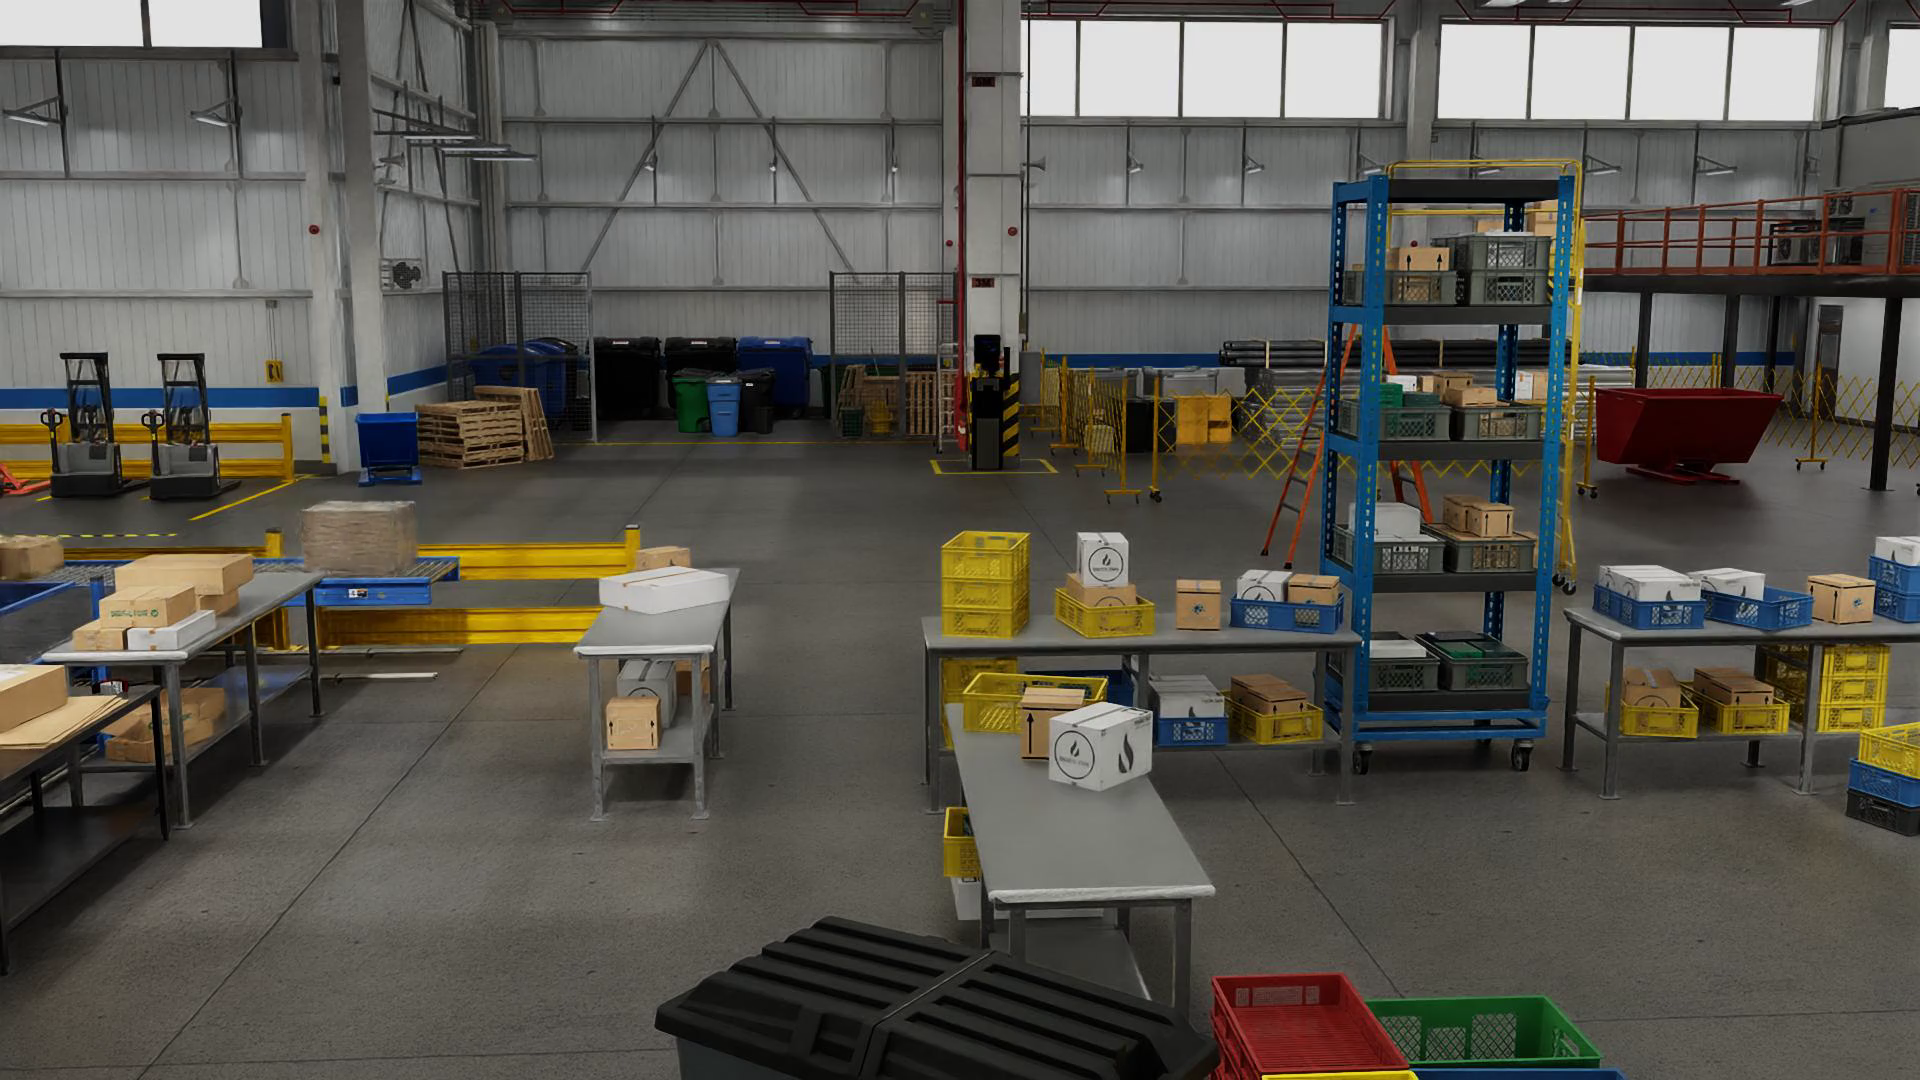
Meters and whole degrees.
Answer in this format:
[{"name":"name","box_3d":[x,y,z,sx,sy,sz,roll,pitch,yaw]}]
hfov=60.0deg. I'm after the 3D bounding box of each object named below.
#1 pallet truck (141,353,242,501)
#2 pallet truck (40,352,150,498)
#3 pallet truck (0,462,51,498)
[{"name":"pallet truck","box_3d":[-10.520,-1.604,22.925,0.823,1.965,1.885,-1,9,-6]},{"name":"pallet truck","box_3d":[-11.907,-1.642,23.165,0.823,1.965,1.885,0,9,0]},{"name":"pallet truck","box_3d":[-13.193,-1.293,23.148,0.653,1.274,1.630,-1,9,-4]}]
